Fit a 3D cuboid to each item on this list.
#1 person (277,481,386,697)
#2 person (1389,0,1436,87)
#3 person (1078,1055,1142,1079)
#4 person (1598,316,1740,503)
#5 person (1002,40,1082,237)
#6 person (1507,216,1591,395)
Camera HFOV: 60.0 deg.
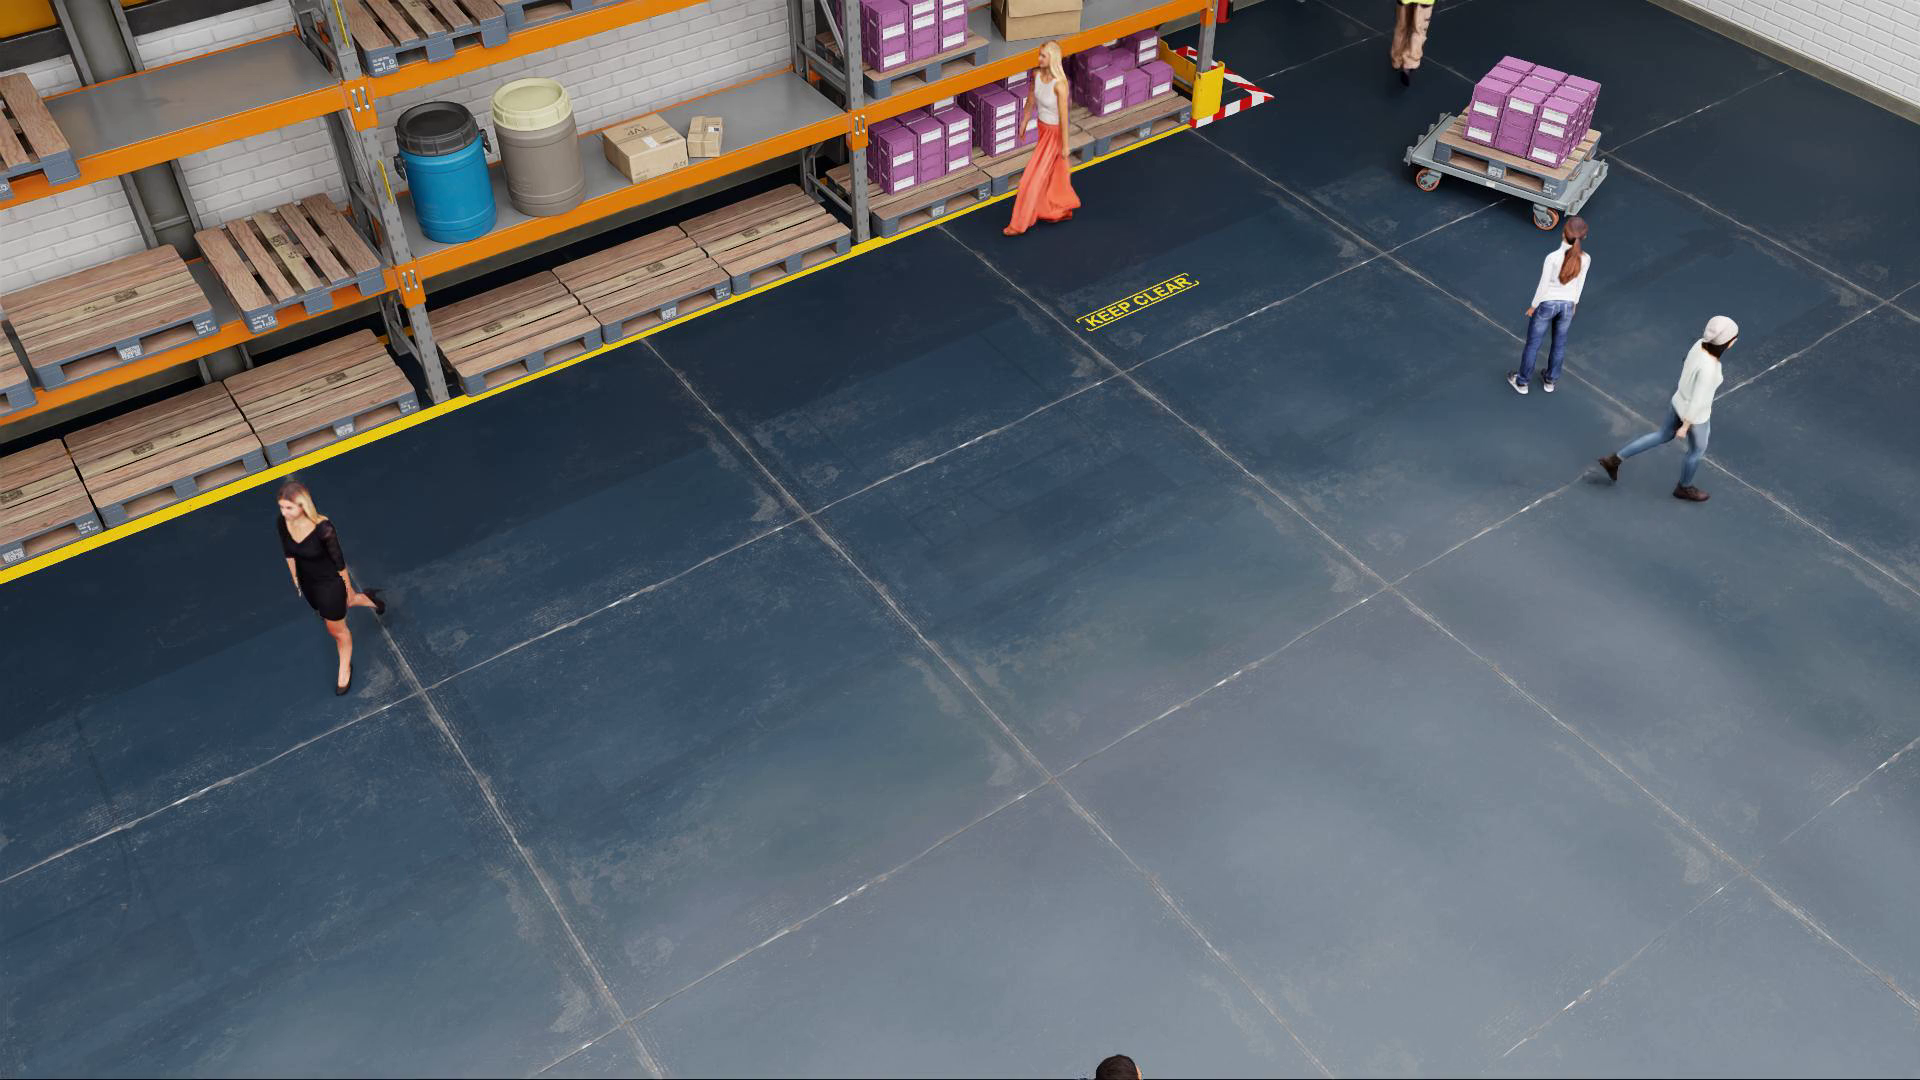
[{"bbox_3d":[-4.044,0.226,10.702,0.916,1.657,1.036,11,45,12],"label":"person"},{"bbox_3d":[4.521,-5.411,16.500,1.048,1.822,1.185,15,46,15],"label":"person"},{"bbox_3d":[0.591,2.999,7.716,0.817,1.760,1.074,33,52,29],"label":"person"},{"bbox_3d":[5.168,-0.954,11.969,1.101,1.618,1.016,5,44,5],"label":"person"},{"bbox_3d":[0.869,-3.543,14.574,1.100,1.774,0.750,-20,47,-19],"label":"person"},{"bbox_3d":[4.616,-1.820,12.922,0.585,1.557,0.678,-2,44,-2],"label":"person"}]
